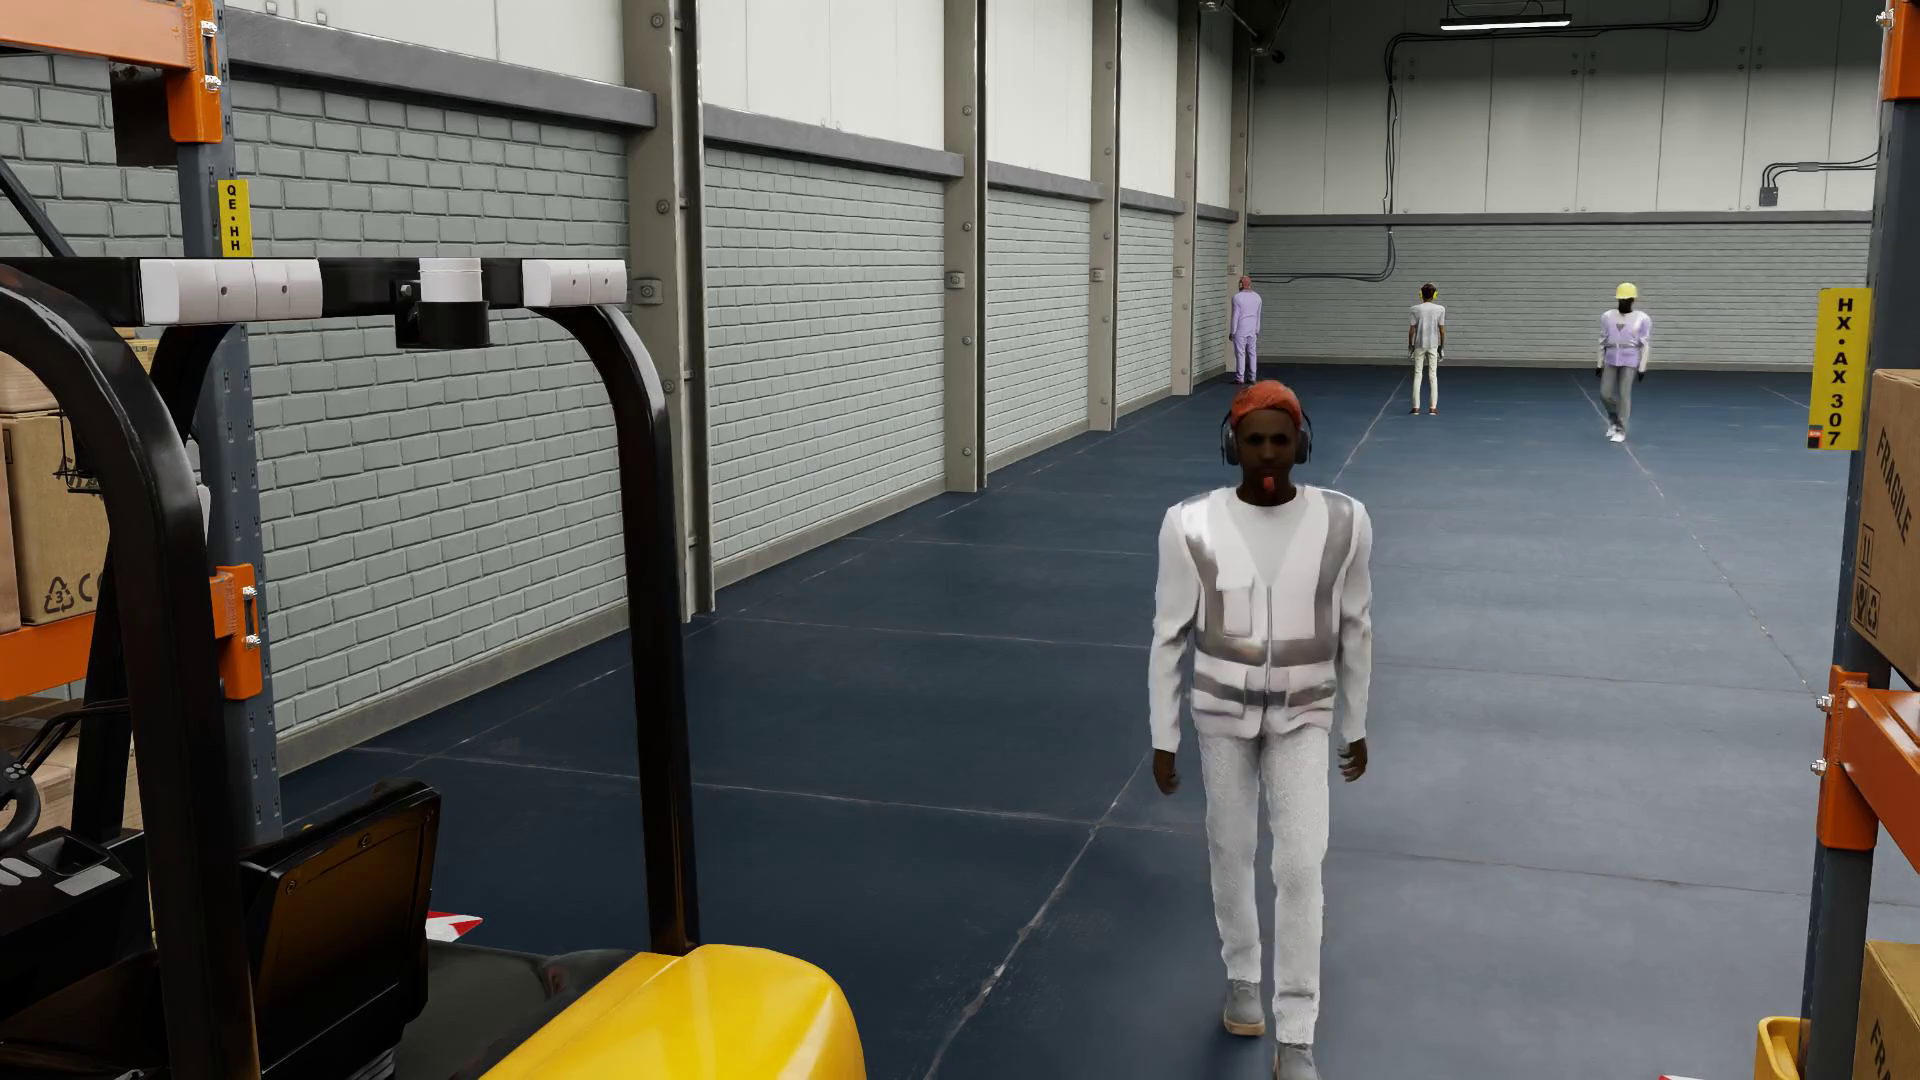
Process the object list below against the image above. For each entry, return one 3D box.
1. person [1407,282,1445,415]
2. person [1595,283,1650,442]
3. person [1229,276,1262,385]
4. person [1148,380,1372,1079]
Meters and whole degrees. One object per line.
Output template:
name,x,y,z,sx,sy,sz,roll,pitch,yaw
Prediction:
person,6.600,-2.706,23.562,0.514,1.872,0.328,2,10,11
person,7.944,-2.130,19.994,0.616,1.913,0.411,9,13,42
person,4.996,-3.690,29.316,0.644,1.907,0.400,-5,11,-30
person,0.797,0.517,4.413,0.600,1.847,0.859,1,10,7
